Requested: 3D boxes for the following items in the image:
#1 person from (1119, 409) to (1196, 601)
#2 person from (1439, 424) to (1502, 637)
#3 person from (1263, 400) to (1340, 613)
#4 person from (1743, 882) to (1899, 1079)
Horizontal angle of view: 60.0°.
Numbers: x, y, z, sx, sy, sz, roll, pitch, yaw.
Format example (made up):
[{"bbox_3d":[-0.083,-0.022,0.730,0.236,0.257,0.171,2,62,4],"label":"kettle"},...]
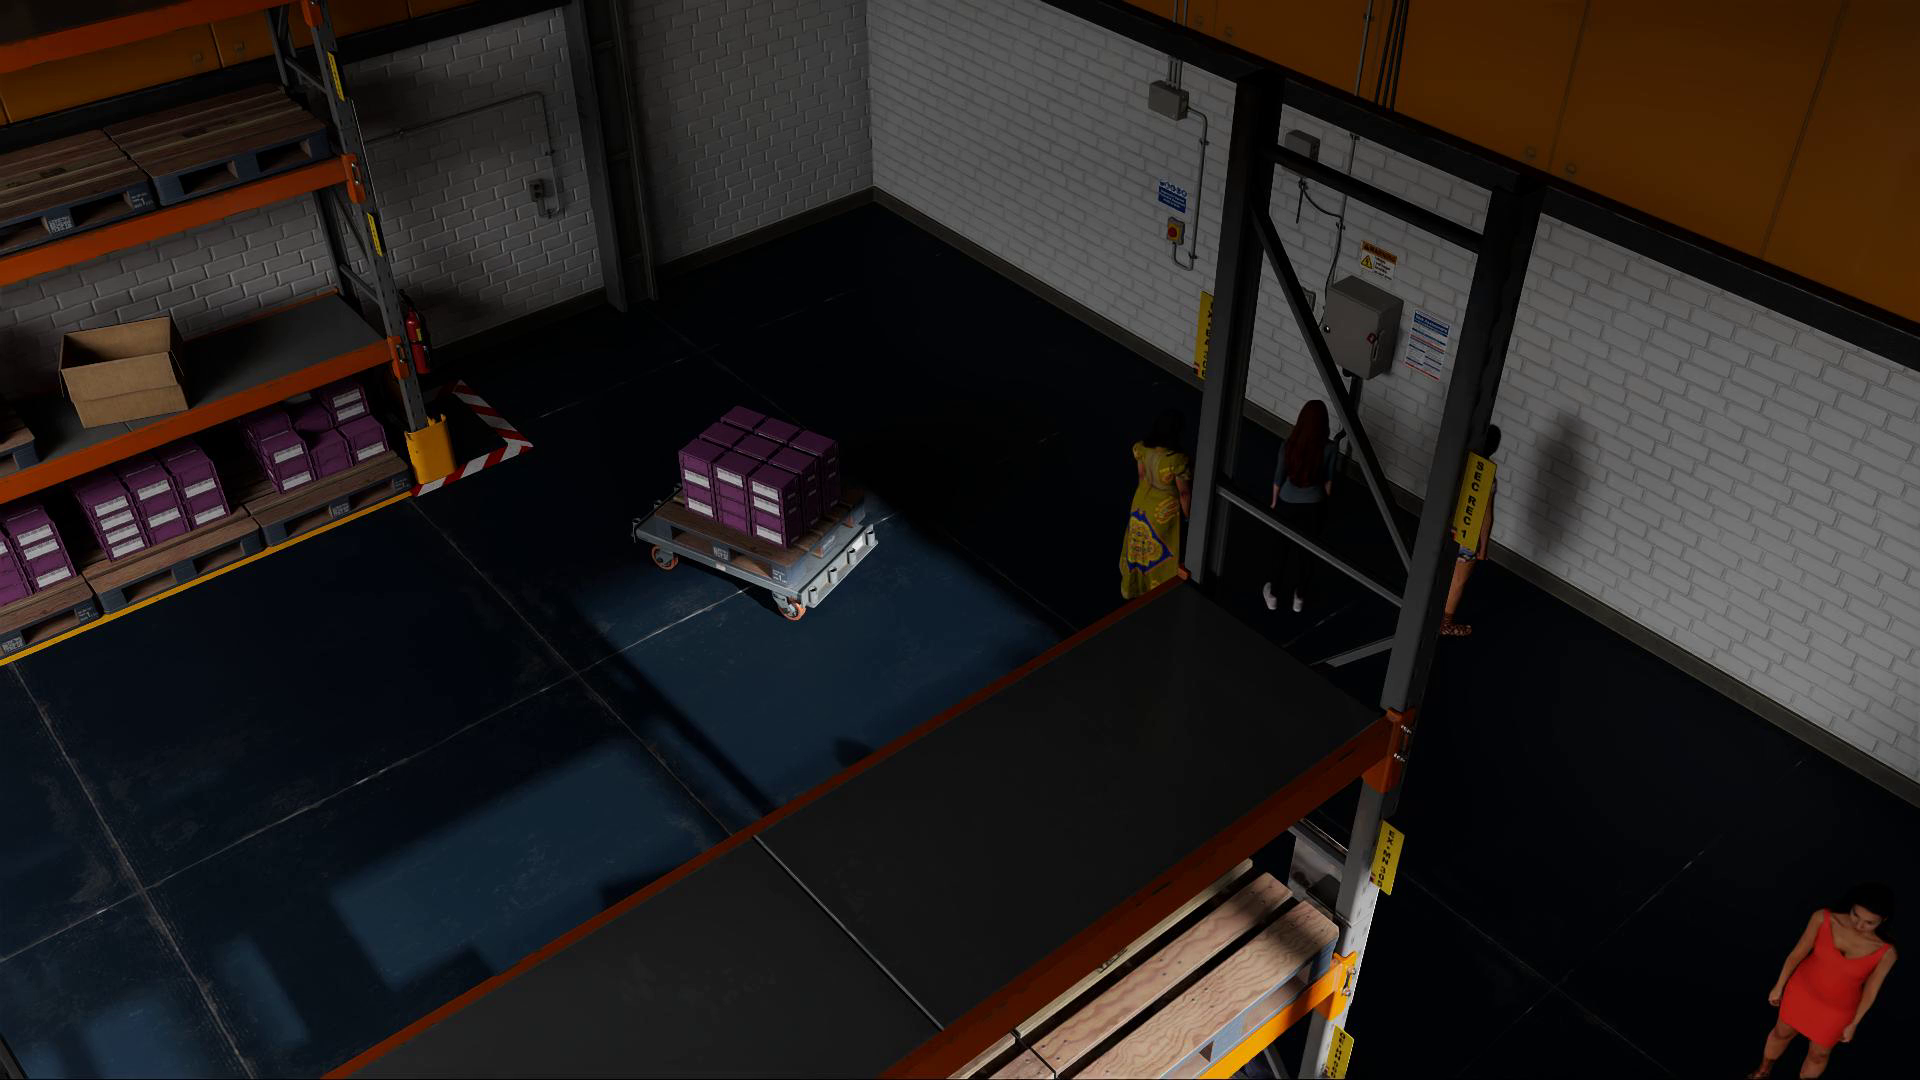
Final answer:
[{"bbox_3d":[1.429,-0.212,11.762,0.765,1.660,0.850,-30,47,-32],"label":"person"},{"bbox_3d":[3.490,-0.078,11.536,0.620,1.734,0.666,-13,41,-16],"label":"person"},{"bbox_3d":[2.396,-0.223,11.711,0.656,1.741,0.706,6,39,7],"label":"person"},{"bbox_3d":[4.423,2.336,8.524,0.607,1.720,0.574,30,47,32],"label":"person"}]
